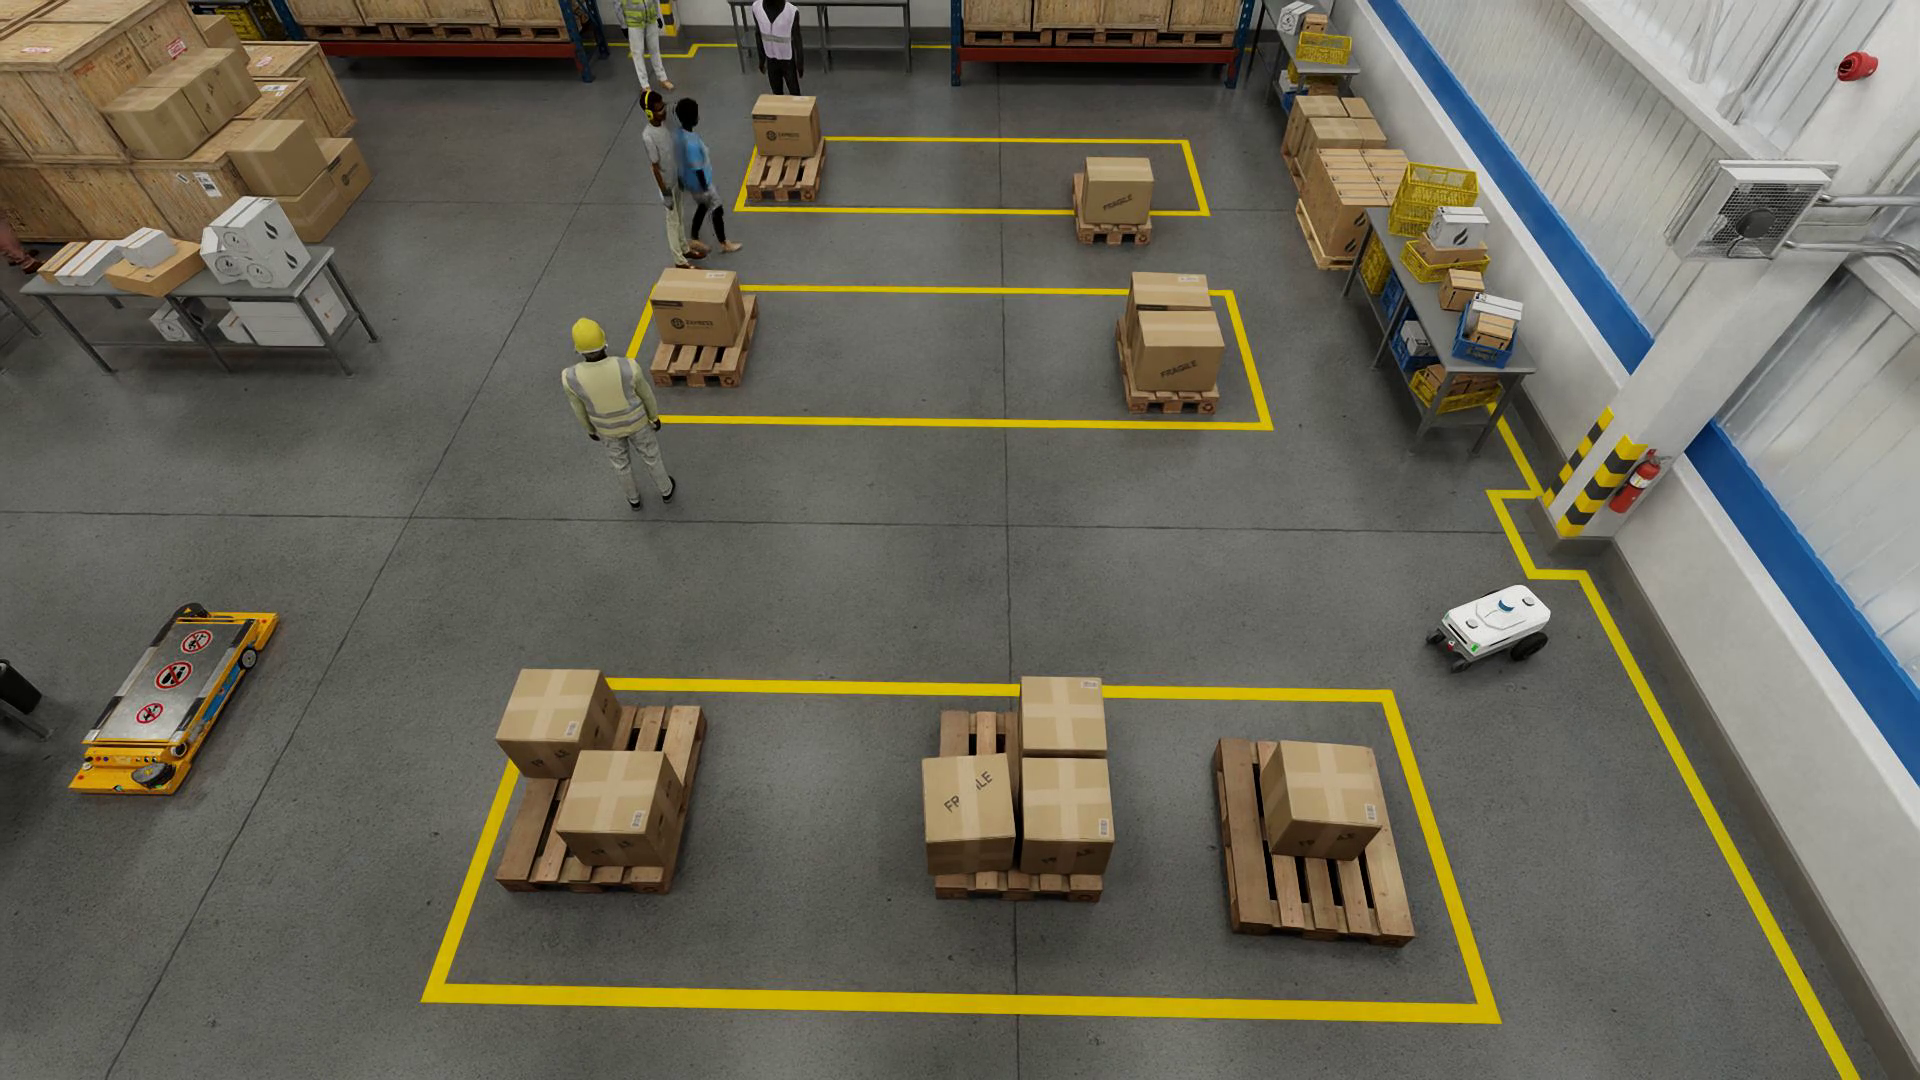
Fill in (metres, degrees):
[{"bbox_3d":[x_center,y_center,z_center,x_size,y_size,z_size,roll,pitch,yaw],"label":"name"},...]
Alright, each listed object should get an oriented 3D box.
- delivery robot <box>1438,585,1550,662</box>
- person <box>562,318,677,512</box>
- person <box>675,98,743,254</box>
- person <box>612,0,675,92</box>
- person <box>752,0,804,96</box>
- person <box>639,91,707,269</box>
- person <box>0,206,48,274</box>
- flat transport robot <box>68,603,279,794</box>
[{"bbox_3d":[3.850,0.586,6.609,0.707,0.478,0.477,-17,52,-14],"label":"delivery robot"},{"bbox_3d":[-2.638,-0.947,7.132,0.590,1.837,0.404,-13,51,-11],"label":"person"},{"bbox_3d":[-2.788,-3.784,9.649,0.547,1.669,0.576,-26,55,-20],"label":"person"},{"bbox_3d":[-4.240,-6.904,12.168,0.429,1.847,0.625,37,59,27],"label":"person"},{"bbox_3d":[-2.199,-5.945,11.319,0.591,1.911,0.400,11,51,9],"label":"person"},{"bbox_3d":[-2.961,-3.652,9.406,0.334,1.862,0.521,3,50,2],"label":"person"},{"bbox_3d":[-10.170,-3.672,9.407,0.660,1.894,0.411,26,54,20],"label":"person"},{"bbox_3d":[-5.504,1.072,6.442,0.652,0.197,1.431,1,50,1],"label":"flat transport robot"}]
